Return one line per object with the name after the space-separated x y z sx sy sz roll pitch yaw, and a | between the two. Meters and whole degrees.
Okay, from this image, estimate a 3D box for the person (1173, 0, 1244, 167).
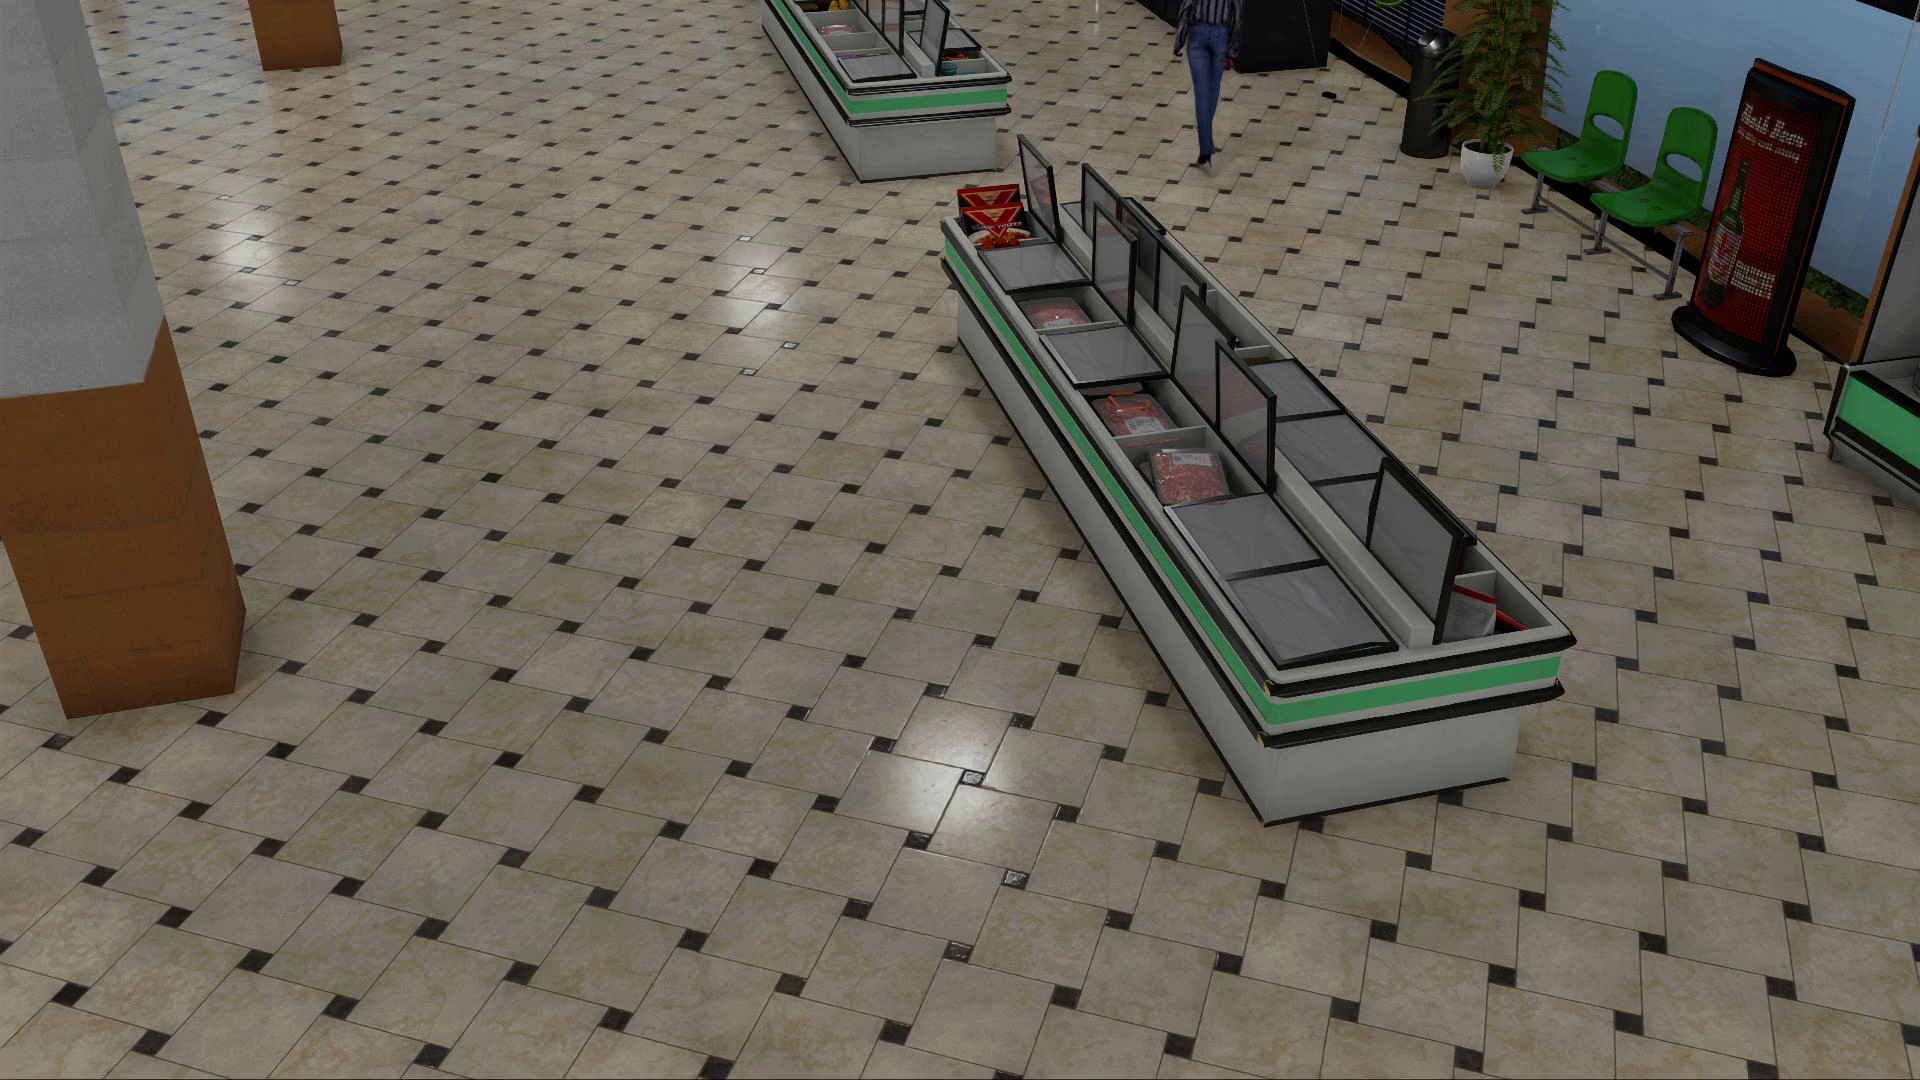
1.955 -3.793 13.021 0.841 1.738 1.246 -1 32 -1 | person
